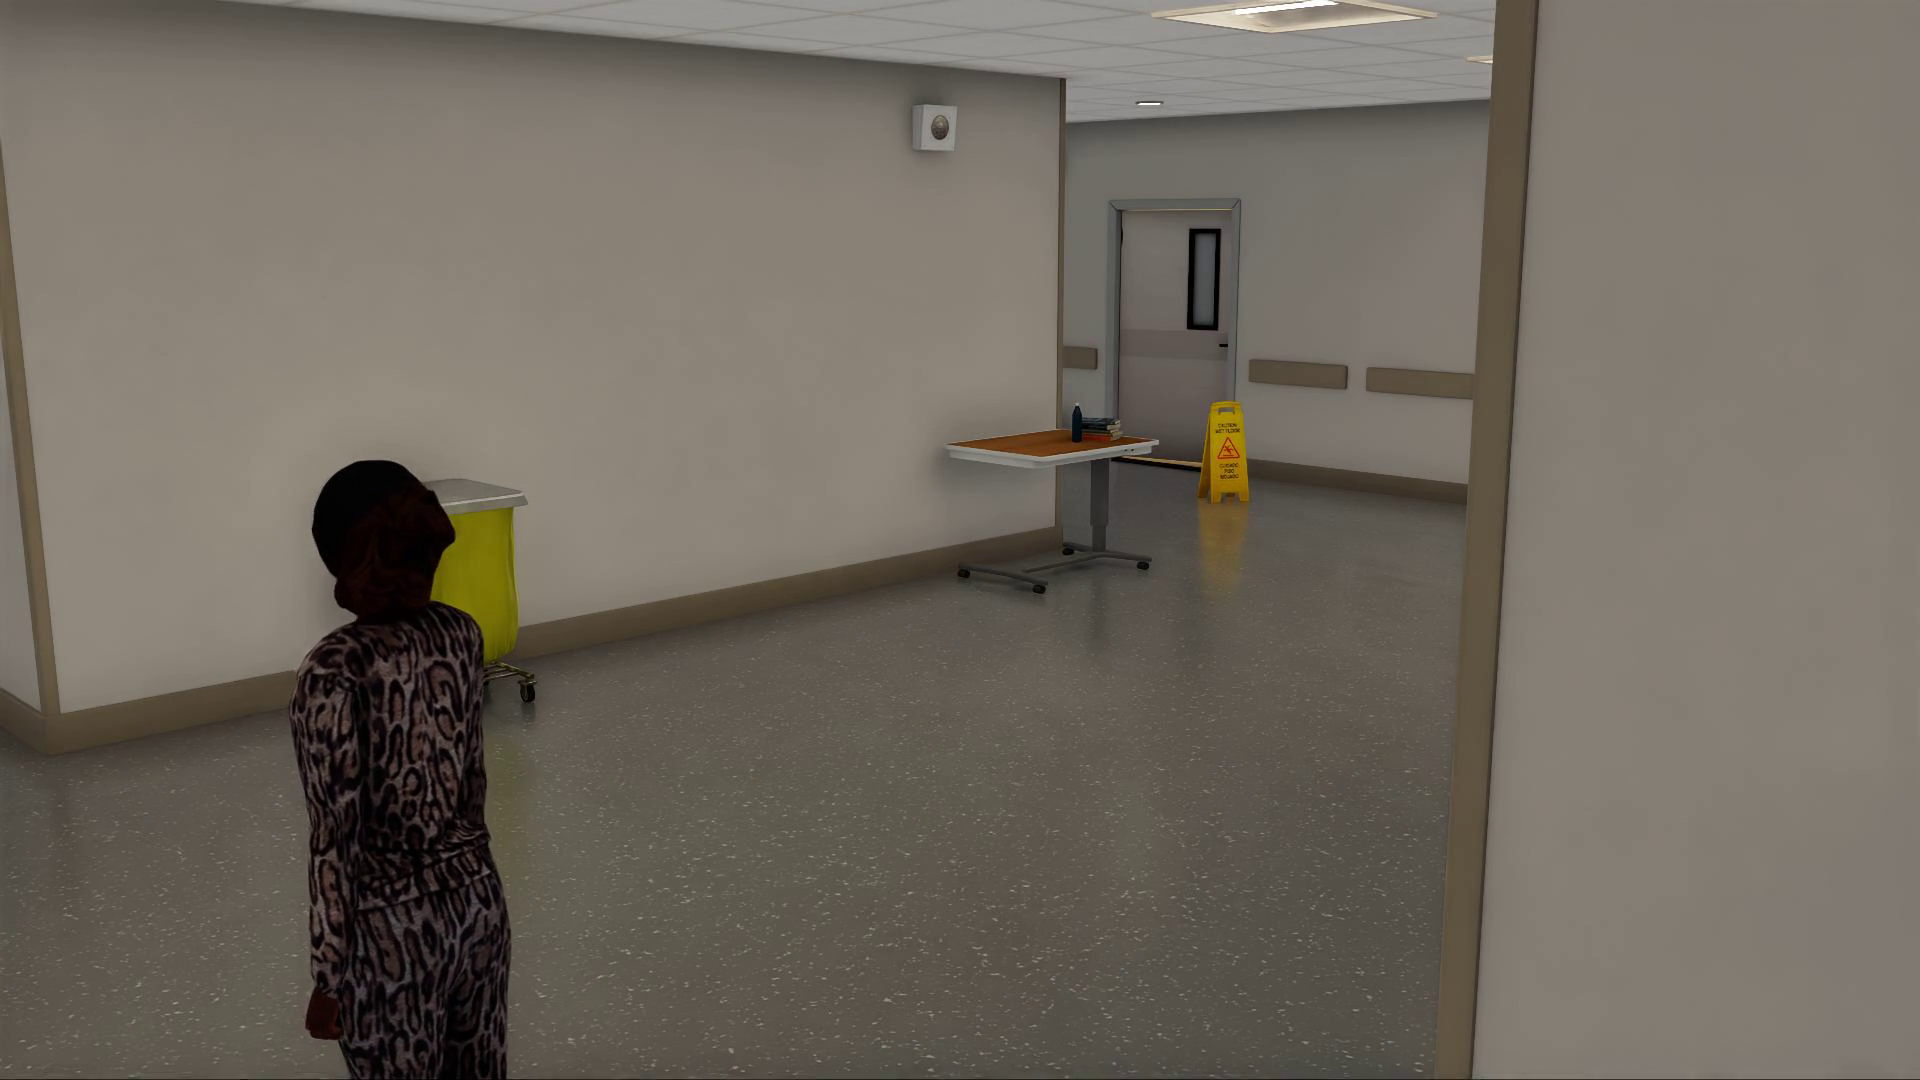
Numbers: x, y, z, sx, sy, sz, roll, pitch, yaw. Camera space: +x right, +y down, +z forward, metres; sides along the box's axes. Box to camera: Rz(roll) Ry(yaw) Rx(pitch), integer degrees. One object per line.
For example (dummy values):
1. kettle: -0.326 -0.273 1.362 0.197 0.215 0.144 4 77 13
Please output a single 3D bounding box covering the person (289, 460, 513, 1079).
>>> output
1. person: -0.953 0.703 2.920 0.625 1.715 0.632 5 12 26
